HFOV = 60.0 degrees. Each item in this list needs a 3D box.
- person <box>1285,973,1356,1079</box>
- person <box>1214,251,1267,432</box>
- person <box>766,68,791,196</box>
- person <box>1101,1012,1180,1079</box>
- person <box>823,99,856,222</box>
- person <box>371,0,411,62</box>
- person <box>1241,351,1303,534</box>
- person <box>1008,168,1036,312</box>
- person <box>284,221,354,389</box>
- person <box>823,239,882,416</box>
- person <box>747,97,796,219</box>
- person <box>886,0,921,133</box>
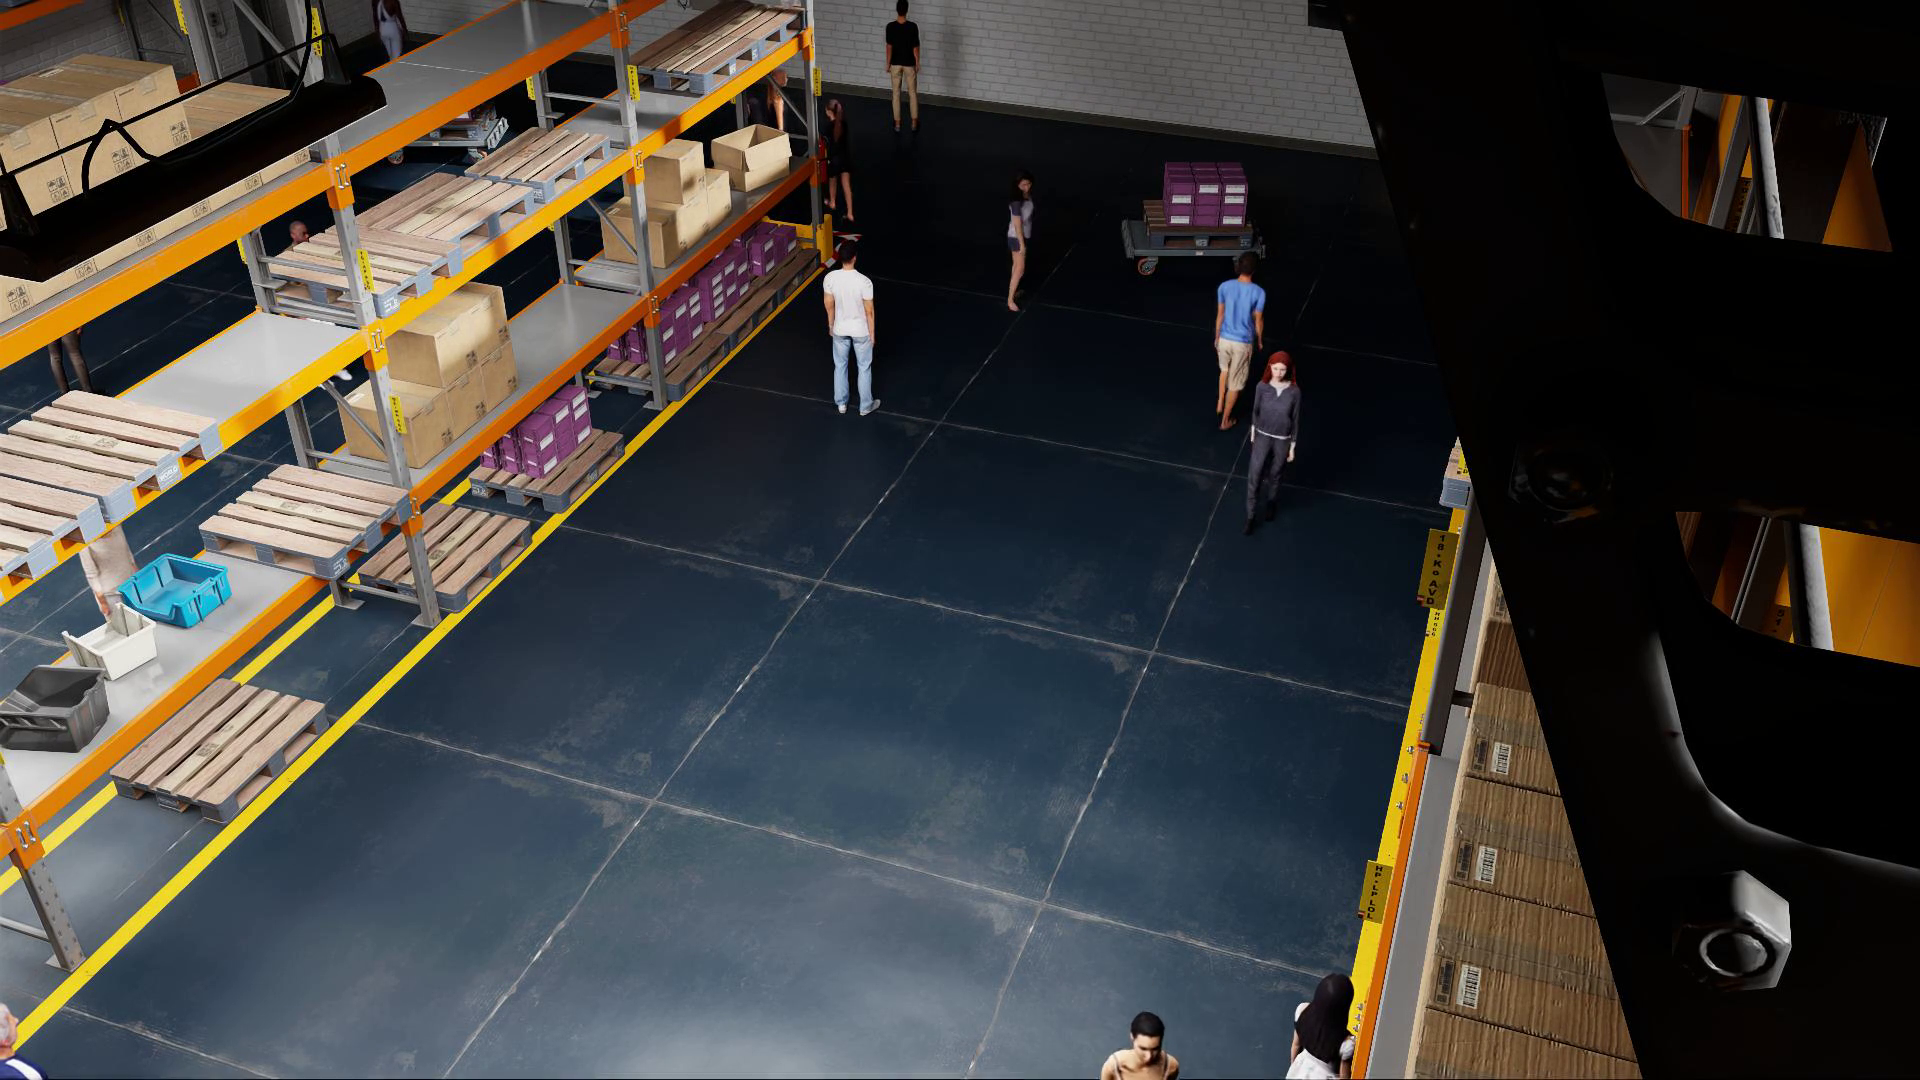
[{"bbox_3d":[1.930,3.010,8.997,0.807,1.769,0.779,-23,40,-31],"label":"person"},{"bbox_3d":[2.691,-1.911,16.332,0.733,1.845,0.823,19,38,27],"label":"person"},{"bbox_3d":[-2.387,-5.226,21.438,0.741,1.712,0.665,-10,35,-15],"label":"person"},{"bbox_3d":[0.910,3.097,8.937,0.807,1.688,1.194,2,34,3],"label":"person"},{"bbox_3d":[-1.482,-4.729,20.872,1.011,1.512,1.048,-17,37,-24],"label":"person"},{"bbox_3d":[-8.468,-7.410,24.673,0.693,1.768,0.779,4,34,6],"label":"person"},{"bbox_3d":[2.832,-0.939,14.948,0.597,1.757,0.791,10,35,14],"label":"person"},{"bbox_3d":[0.669,-3.465,18.820,0.826,1.677,0.526,-1,34,-2],"label":"person"},{"bbox_3d":[-6.664,-2.448,17.165,0.770,1.816,0.517,13,36,19],"label":"person"},{"bbox_3d":[-1.085,-2.122,16.630,0.679,1.865,0.553,10,35,14],"label":"person"},{"bbox_3d":[-2.464,-4.766,20.859,1.121,1.586,1.060,-14,36,-20],"label":"person"},{"bbox_3d":[-0.802,-6.729,23.567,0.701,1.859,0.654,0,34,0],"label":"person"}]
